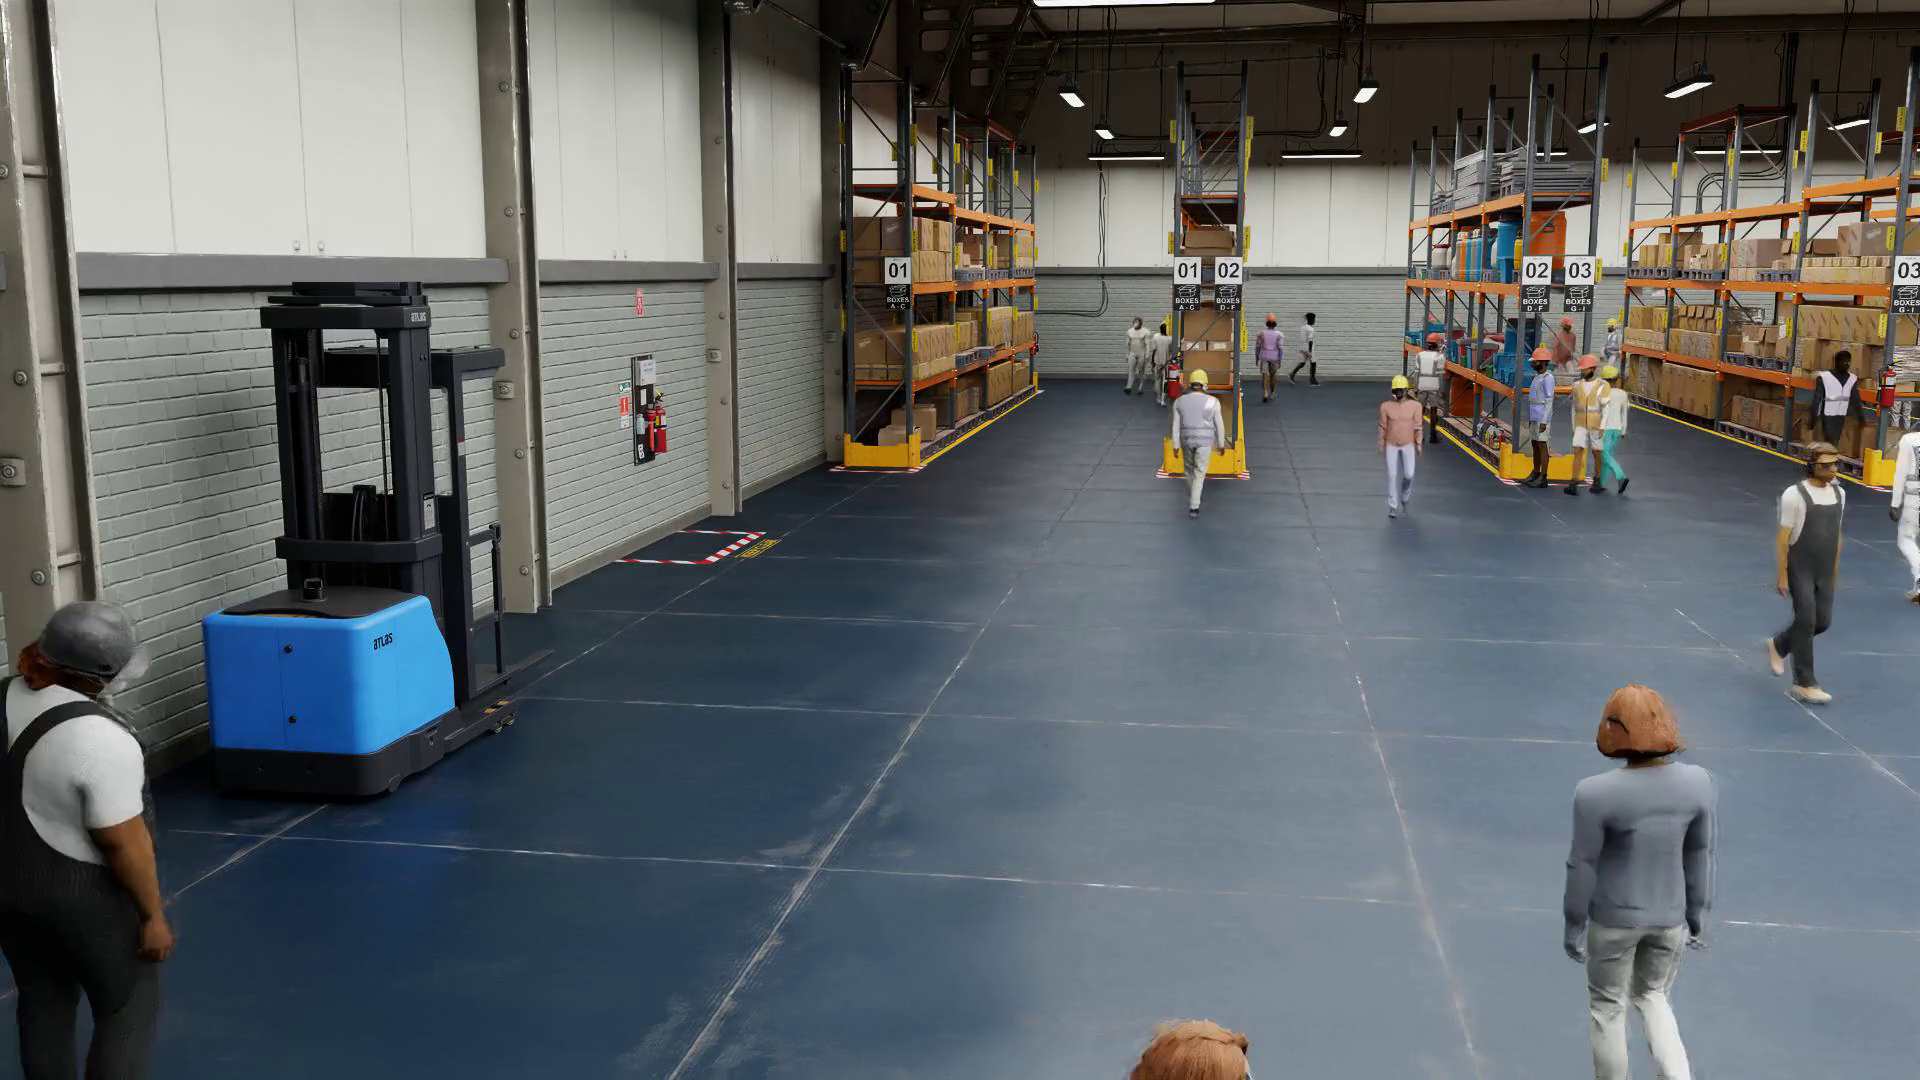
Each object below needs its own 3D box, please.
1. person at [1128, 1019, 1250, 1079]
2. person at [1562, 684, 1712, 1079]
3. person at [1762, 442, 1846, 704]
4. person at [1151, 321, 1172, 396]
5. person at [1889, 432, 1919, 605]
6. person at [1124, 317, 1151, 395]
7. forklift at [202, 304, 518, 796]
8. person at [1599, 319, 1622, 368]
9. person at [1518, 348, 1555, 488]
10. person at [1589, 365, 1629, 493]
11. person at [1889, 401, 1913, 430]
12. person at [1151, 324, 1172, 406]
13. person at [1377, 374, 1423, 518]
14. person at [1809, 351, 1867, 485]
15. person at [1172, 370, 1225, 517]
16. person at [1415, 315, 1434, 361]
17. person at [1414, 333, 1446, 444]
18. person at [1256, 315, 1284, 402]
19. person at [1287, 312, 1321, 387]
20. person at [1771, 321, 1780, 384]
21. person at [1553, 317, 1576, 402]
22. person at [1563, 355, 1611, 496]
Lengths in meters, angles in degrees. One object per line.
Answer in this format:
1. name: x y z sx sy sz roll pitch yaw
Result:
1. person: 0.357 1.689 3.253 0.540 1.615 0.508 1 9 8
2. person: 2.305 1.296 5.645 0.522 1.620 0.411 -1 9 -9
3. person: 5.983 0.199 11.805 0.515 1.829 0.680 -2 9 -14
4. person: 4.838 -4.313 39.667 0.626 1.805 0.771 3 10 16
5. person: 8.700 -0.329 14.928 0.600 1.866 0.556 1 9 8
6. person: 4.264 -4.439 40.199 0.655 1.888 0.985 4 10 24
7. forklift: -3.673 -0.038 10.147 1.129 2.768 1.873 1 9 9
8. person: 16.249 -4.640 41.697 0.795 1.799 0.628 -2 10 -15
9. person: 8.078 -1.710 23.231 0.358 1.938 0.542 0 9 -1
10. person: 8.852 -1.504 22.595 0.533 1.733 0.797 -4 10 -23
11. person: 16.299 -2.467 28.813 0.522 1.640 0.305 -1 9 -9
12. person: 4.559 -3.934 37.308 0.511 1.815 0.997 2 9 11
13. person: 5.375 -1.148 20.339 0.545 1.747 0.372 3 10 15
14. person: 12.363 -1.713 23.386 0.608 1.882 0.789 -2 9 -13
15. person: 2.973 -1.206 20.591 0.618 1.782 0.921 4 10 25
16. person: 11.487 -4.566 40.836 1.016 1.951 0.622 5 10 26
17. person: 8.248 -2.664 29.204 0.585 1.923 0.377 8 12 42
18. person: 7.141 -4.191 38.372 0.612 2.001 1.037 1 9 8
19. person: 8.996 -4.980 43.389 0.860 1.940 0.607 -3 10 -19
20. person: 18.997 -4.208 38.814 0.648 1.880 1.039 4 10 24
21. person: 13.849 -4.110 38.000 0.654 1.939 1.004 -2 10 -15
22. person: 8.448 -1.542 22.373 0.550 1.880 0.981 7 12 38
